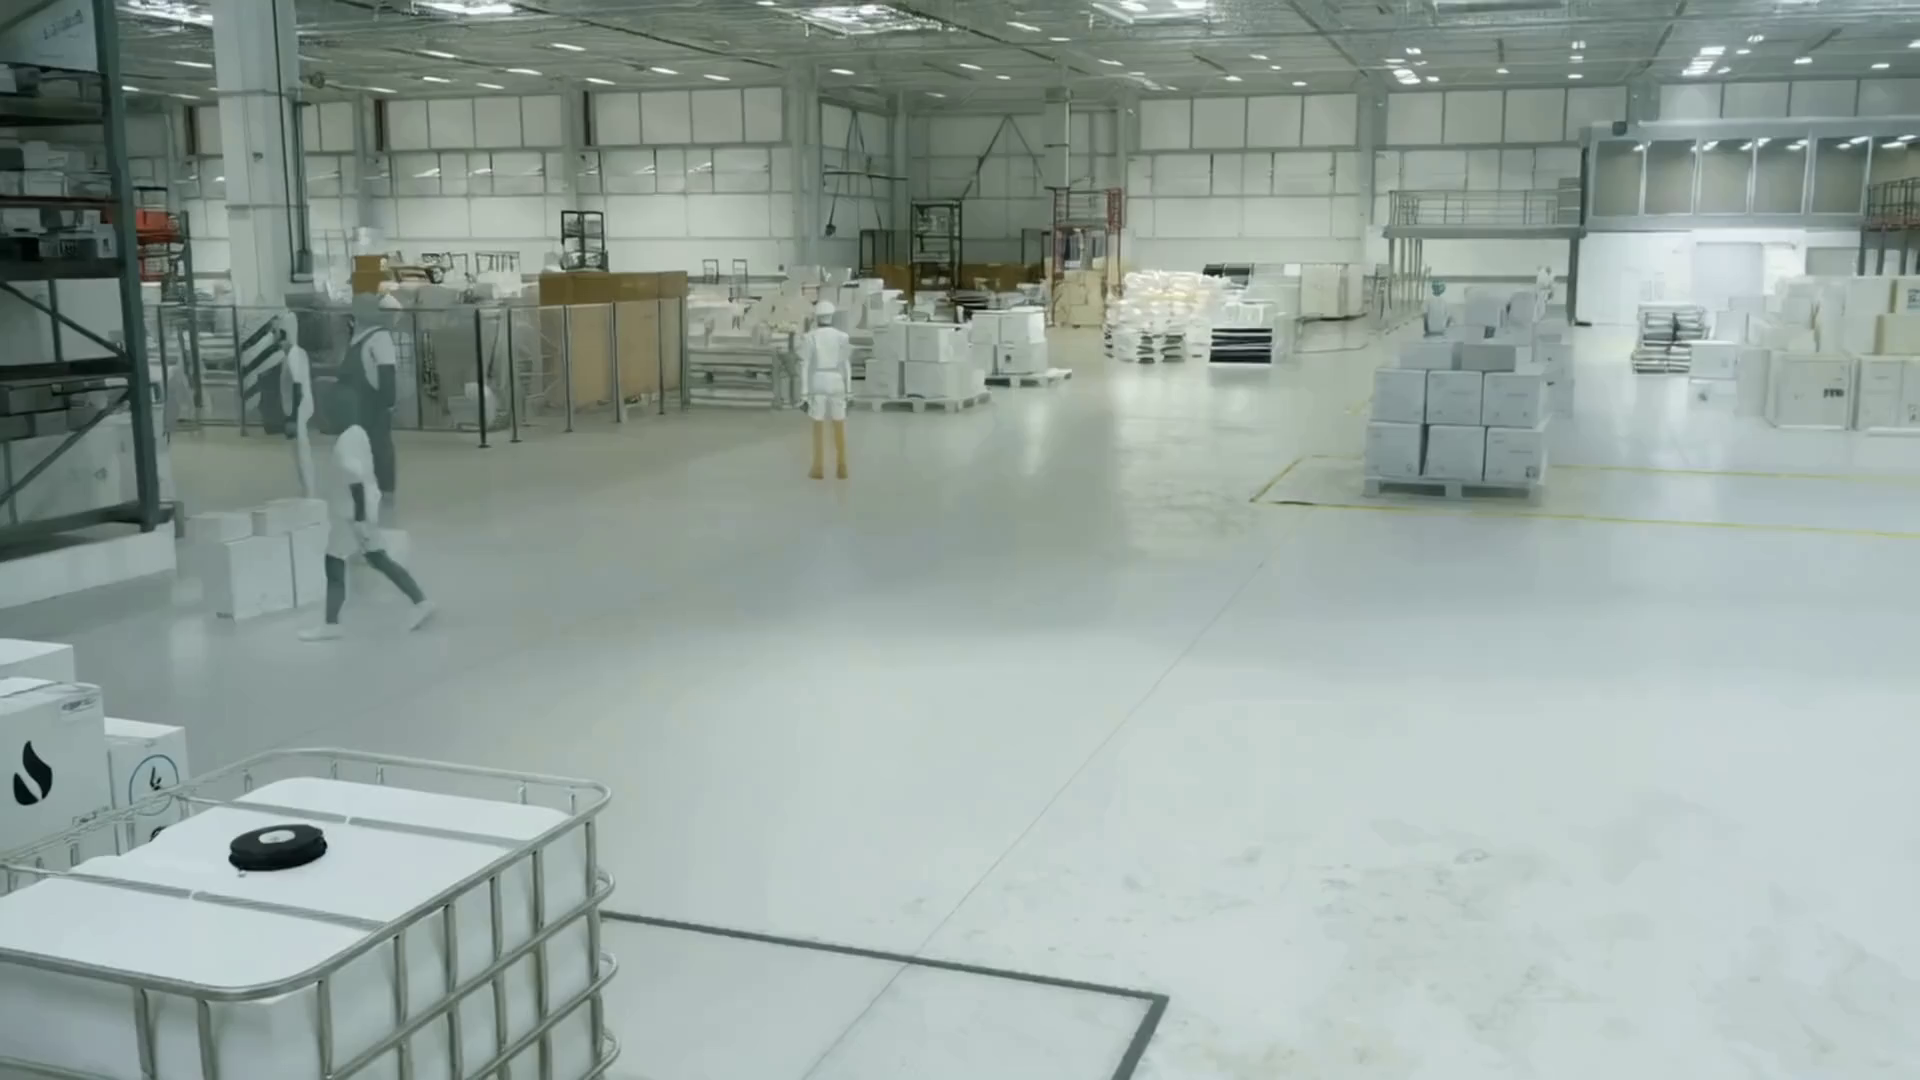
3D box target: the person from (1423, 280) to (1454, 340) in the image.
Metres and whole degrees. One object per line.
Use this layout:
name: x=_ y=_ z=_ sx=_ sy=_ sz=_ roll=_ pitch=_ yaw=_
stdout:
person: x=8.714 y=-3.799 z=30.315 sx=0.532 sy=1.871 sz=0.321 roll=4 pitch=11 yaw=19

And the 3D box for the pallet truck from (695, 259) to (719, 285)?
pallet truck: x=-9.165 y=-9.627 z=62.776 sx=0.823 sy=1.965 sz=1.885 roll=4 pitch=11 yaw=23

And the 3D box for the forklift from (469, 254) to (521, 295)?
forklift: x=-17.990 y=-10.121 z=64.684 sx=1.157 sy=1.987 sz=2.680 roll=3 pitch=11 yaw=17

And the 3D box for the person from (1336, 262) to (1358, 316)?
person: x=10.519 y=-6.515 z=45.122 sx=0.615 sy=2.041 sz=0.390 roll=9 pitch=13 yaw=41

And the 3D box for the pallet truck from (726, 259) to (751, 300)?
pallet truck: x=-7.986 y=-9.493 z=62.019 sx=0.823 sy=1.965 sz=1.885 roll=3 pitch=11 yaw=17

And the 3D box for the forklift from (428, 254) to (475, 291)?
forklift: x=-20.133 y=-10.254 z=65.465 sx=1.157 sy=1.987 sz=2.680 roll=3 pitch=11 yaw=19

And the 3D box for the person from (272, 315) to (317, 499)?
person: x=-6.118 y=-1.128 z=15.292 sx=0.335 sy=1.865 sz=0.519 roll=-2 pitch=10 yaw=-13

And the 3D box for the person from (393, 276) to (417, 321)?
person: x=-13.165 y=-5.379 z=39.503 sx=0.523 sy=1.769 sz=0.309 roll=-3 pitch=11 yaw=-19

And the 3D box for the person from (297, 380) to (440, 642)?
person: x=-3.777 y=-0.188 z=10.556 sx=0.837 sy=1.666 sz=0.528 roll=-2 pitch=10 yaw=-12

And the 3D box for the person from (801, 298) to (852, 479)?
person: x=-1.442 y=-1.625 z=17.886 sx=0.552 sy=1.933 sz=0.374 roll=-3 pitch=10 yaw=-14

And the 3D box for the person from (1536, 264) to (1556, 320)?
person: x=19.612 y=-8.307 z=55.700 sx=0.608 sy=1.871 sz=0.449 roll=4 pitch=11 yaw=20

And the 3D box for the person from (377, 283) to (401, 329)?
person: x=-10.410 y=-3.801 z=30.501 sx=0.768 sy=1.813 sz=0.592 roll=4 pitch=11 yaw=21

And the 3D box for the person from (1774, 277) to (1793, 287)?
person: x=13.164 y=-3.212 z=26.653 sx=0.611 sy=1.996 sz=0.379 roll=-10 pitch=14 yaw=-43

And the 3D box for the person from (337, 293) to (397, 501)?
person: x=-5.832 y=-1.403 z=16.340 sx=0.536 sy=2.000 sz=0.676 roll=-8 pitch=13 yaw=-39
